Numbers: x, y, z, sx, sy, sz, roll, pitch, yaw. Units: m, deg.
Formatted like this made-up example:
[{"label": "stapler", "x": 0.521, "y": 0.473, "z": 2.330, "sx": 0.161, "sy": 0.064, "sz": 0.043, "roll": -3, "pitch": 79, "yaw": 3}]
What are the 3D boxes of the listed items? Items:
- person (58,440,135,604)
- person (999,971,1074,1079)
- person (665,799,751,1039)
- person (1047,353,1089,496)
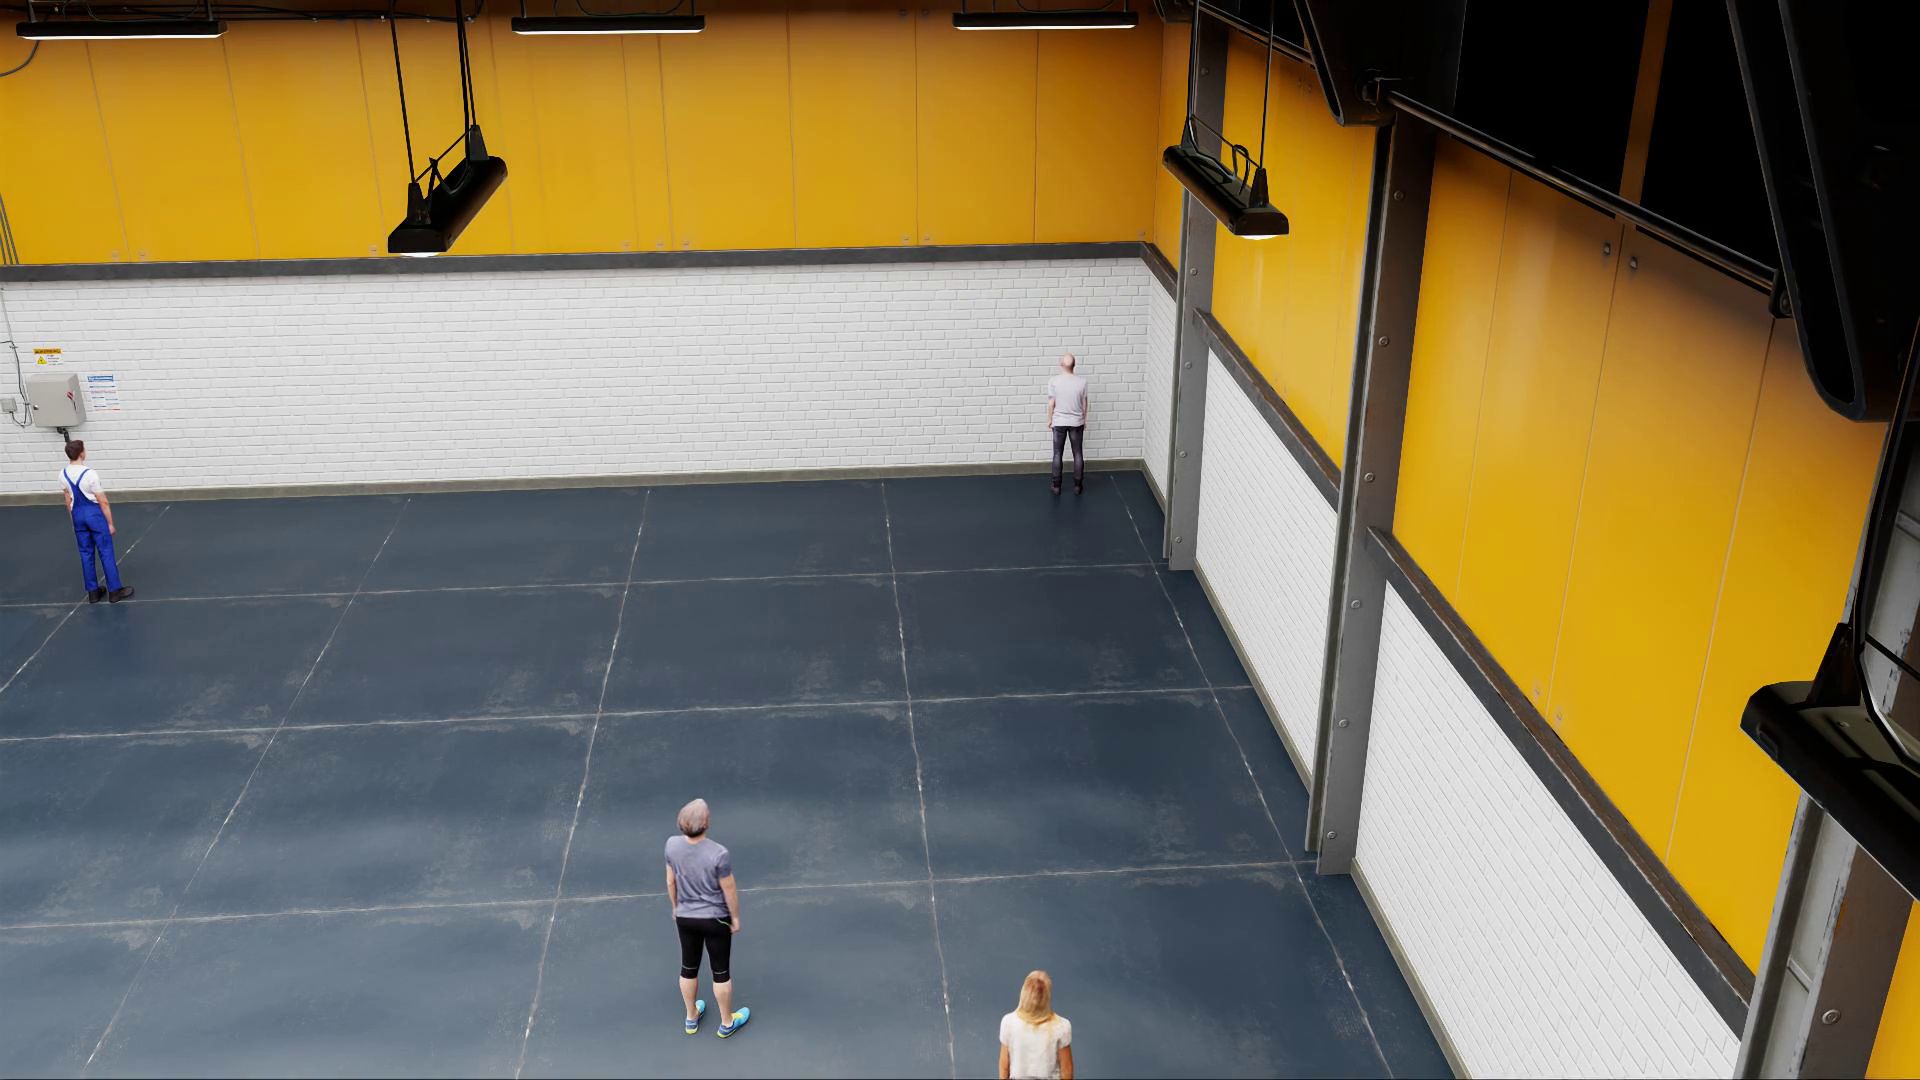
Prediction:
[{"label": "person", "x": -9.439, "y": -0.205, "z": 18.037, "sx": 0.655, "sy": 1.851, "sz": 0.609, "roll": 1, "pitch": 24, "yaw": 3}, {"label": "person", "x": 0.448, "y": 3.345, "z": 9.969, "sx": 0.644, "sy": 1.808, "sz": 0.558, "roll": 2, "pitch": 24, "yaw": 6}, {"label": "person", "x": -1.778, "y": 2.617, "z": 11.532, "sx": 0.740, "sy": 1.888, "sz": 0.710, "roll": 7, "pitch": 24, "yaw": 15}, {"label": "person", "x": 1.351, "y": -1.463, "z": 20.939, "sx": 0.666, "sy": 1.831, "sz": 0.599, "roll": 0, "pitch": 24, "yaw": 0}]
